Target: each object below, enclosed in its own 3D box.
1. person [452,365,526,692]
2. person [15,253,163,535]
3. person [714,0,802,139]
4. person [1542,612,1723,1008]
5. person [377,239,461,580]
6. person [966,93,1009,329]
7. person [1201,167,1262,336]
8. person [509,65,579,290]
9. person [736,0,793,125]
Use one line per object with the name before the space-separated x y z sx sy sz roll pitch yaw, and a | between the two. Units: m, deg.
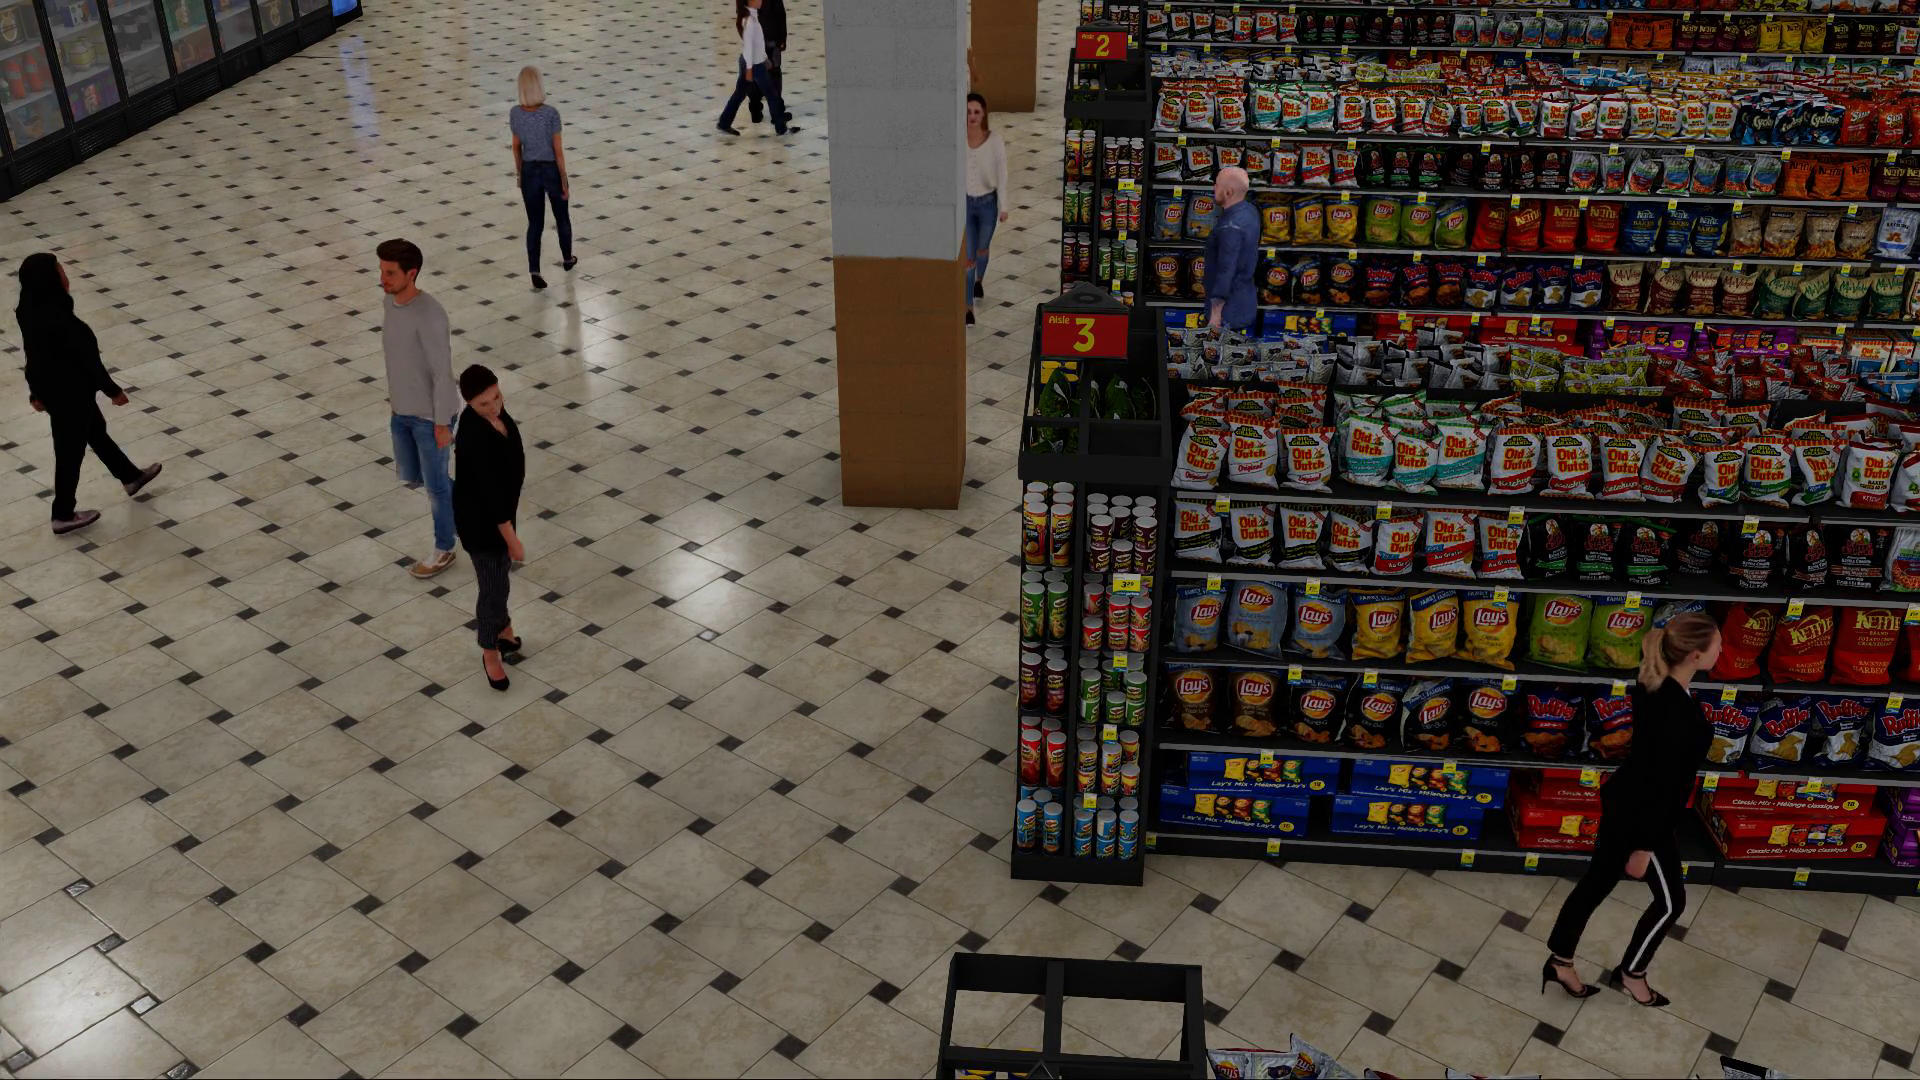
person | -2.289 -0.118 8.053 0.671 1.693 0.766 -11 31 -19
person | -5.122 -0.779 9.389 1.035 1.575 1.019 22 35 34
person | -2.179 -4.777 16.773 1.148 1.516 0.750 -5 29 -10
person | 2.353 1.012 5.991 0.672 1.687 0.628 2 29 4
person | -2.832 -0.732 8.970 0.947 1.892 0.989 23 36 36
person | 0.125 -2.489 12.444 1.049 1.648 0.729 1 29 2
person | 1.719 -1.401 10.285 1.039 1.807 0.877 11 31 20
person | -3.275 -2.780 12.936 1.037 1.688 0.657 2 29 3
person | -2.071 -5.291 17.391 0.602 1.825 0.797 7 29 13
